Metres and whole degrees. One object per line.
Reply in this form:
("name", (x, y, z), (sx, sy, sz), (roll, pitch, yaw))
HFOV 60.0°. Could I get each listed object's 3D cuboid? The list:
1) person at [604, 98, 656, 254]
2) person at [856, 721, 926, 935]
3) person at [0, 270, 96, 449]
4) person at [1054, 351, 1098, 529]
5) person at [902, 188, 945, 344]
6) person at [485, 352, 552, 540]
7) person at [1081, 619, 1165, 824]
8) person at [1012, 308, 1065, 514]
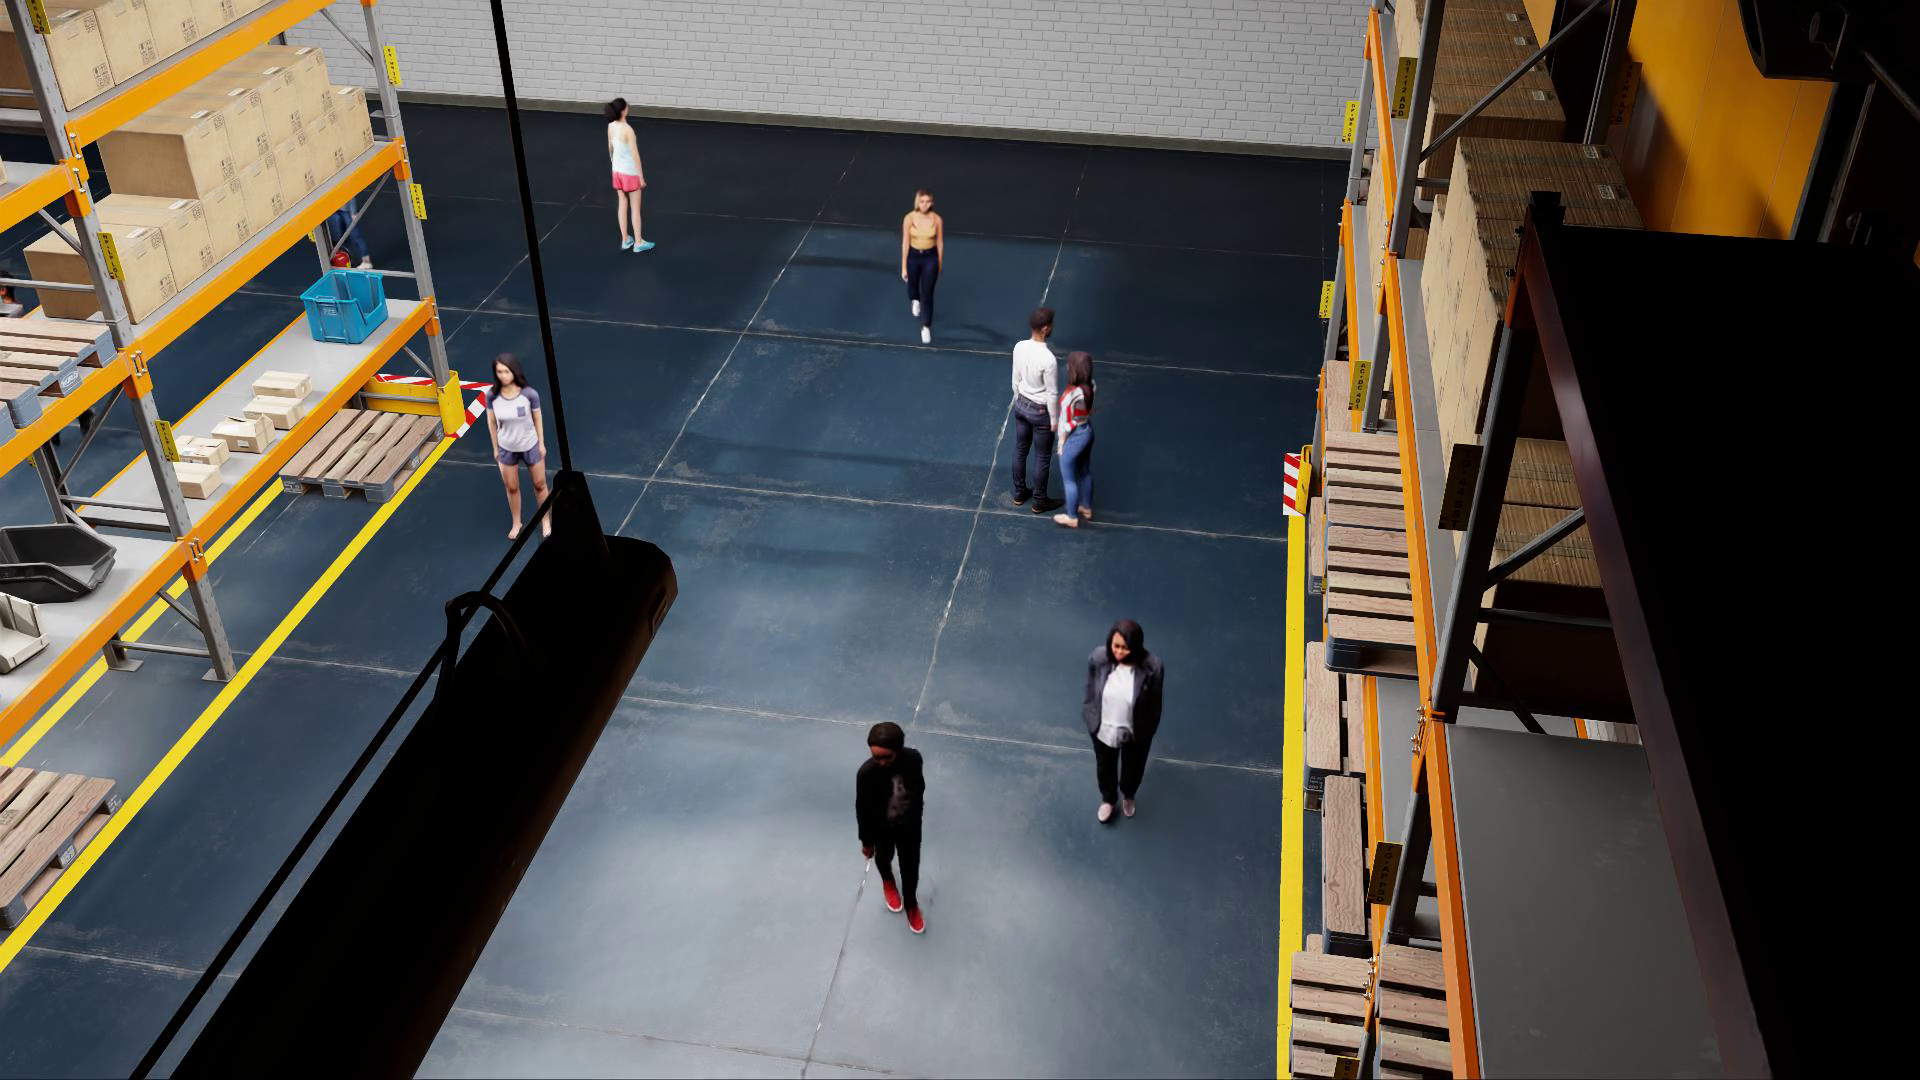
("person", (-3.765, -4.136, 18.808), (0.680, 1.765, 0.689), (22, 39, 29))
("person", (-0.415, 1.668, 10.185), (0.770, 1.642, 0.858), (-14, 36, -20))
("person", (-8.316, -1.608, 15.011), (0.936, 1.757, 0.995), (27, 42, 34))
("person", (0.997, -0.856, 14.010), (0.713, 1.612, 0.579), (20, 39, 28))
("person", (-0.388, -2.850, 17.008), (0.669, 1.613, 0.901), (0, 34, 0))
("person", (-3.659, -0.790, 13.827), (0.642, 1.705, 0.598), (-3, 34, -4))
("person", (1.081, 1.172, 10.983), (0.693, 1.585, 0.672), (9, 35, 13))
("person", (0.635, -1.110, 14.157), (0.757, 1.873, 0.717), (-28, 42, -35))
